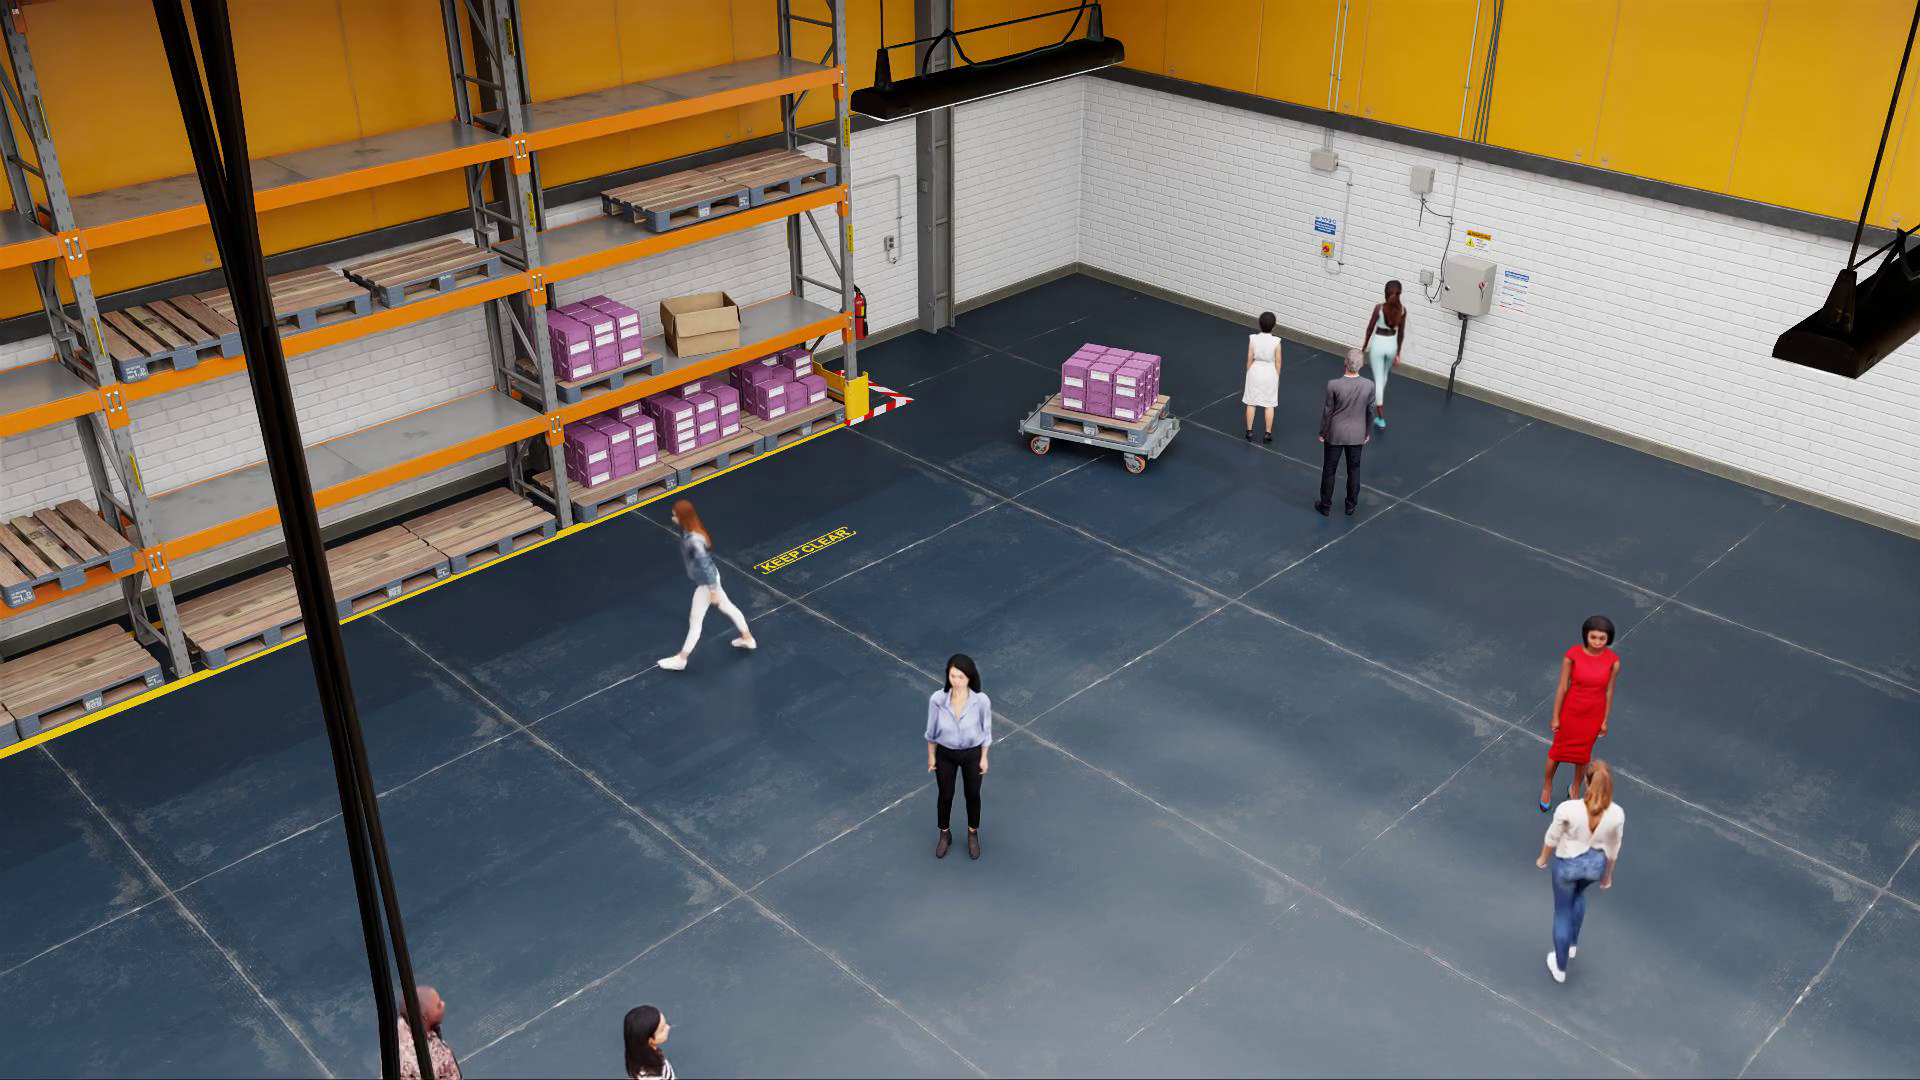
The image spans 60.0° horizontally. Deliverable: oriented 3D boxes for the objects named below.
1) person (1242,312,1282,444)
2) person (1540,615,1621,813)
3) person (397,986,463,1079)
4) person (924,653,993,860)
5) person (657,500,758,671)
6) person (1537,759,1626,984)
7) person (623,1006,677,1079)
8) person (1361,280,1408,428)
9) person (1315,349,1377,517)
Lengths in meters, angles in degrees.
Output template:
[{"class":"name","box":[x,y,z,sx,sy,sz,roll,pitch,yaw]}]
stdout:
[{"class":"person","box":[3.429,-1.837,18.842,0.633,1.551,0.644,10,30,18]},{"class":"person","box":[4.775,1.348,12.802,0.645,1.744,0.666,5,29,9]},{"class":"person","box":[-3.019,3.269,9.247,1.123,1.777,0.901,-12,31,-22]},{"class":"person","box":[-0.002,1.604,12.333,0.732,1.744,0.775,2,29,3]},{"class":"person","box":[-2.164,0.383,14.682,1.247,1.638,1.054,-5,29,-8]},{"class":"person","box":[4.172,2.266,11.158,0.778,1.705,0.838,0,29,-1]},{"class":"person","box":[-1.677,3.279,9.206,0.577,1.797,0.631,-14,32,-24]},{"class":"person","box":[4.908,-2.132,19.245,1.066,1.683,1.134,1,29,1]},{"class":"person","box":[3.990,-1.119,17.221,0.788,1.842,0.859,-1,29,-2]}]
